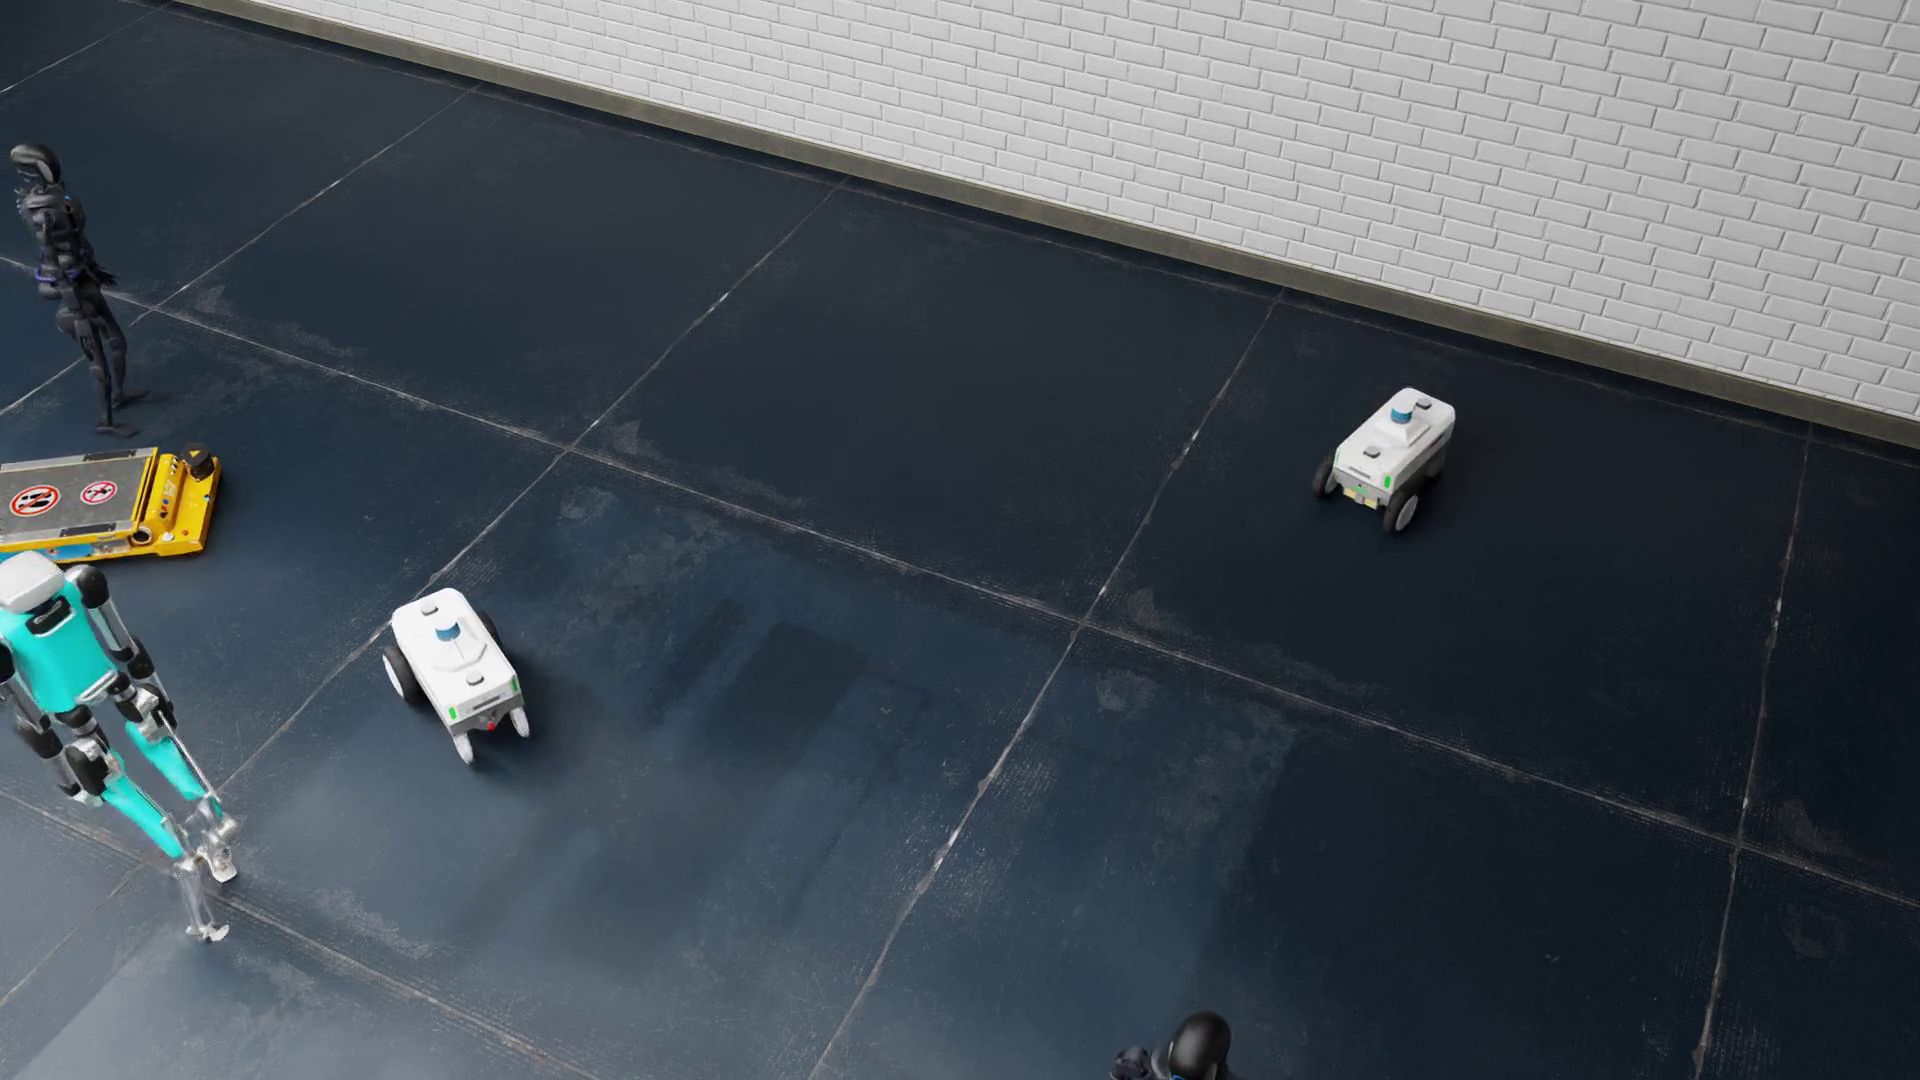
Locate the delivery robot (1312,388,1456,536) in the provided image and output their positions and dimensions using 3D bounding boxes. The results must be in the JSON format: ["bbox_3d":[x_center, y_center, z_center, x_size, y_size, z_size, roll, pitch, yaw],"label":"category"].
[{"bbox_3d":[2.208,-0.438,8.525,0.499,0.606,0.807,31,51,29],"label":"delivery robot"}]

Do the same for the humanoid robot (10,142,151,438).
[{"bbox_3d":[-4.576,-1.309,8.635,0.316,1.647,0.596,-10,44,-10],"label":"humanoid robot"}]

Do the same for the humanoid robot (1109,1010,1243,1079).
[{"bbox_3d":[0.698,1.957,5.117,0.595,1.640,0.638,18,46,19],"label":"humanoid robot"}]

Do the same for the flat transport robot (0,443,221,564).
[{"bbox_3d":[-4.542,-0.133,8.399,1.431,0.231,0.659,-7,43,-8],"label":"flat transport robot"}]

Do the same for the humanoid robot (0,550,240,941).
[{"bbox_3d":[-3.049,0.832,6.283,0.792,1.791,0.532,19,46,19],"label":"humanoid robot"}]

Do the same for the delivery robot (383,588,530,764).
[{"bbox_3d":[-2.244,0.560,7.428,0.499,0.577,0.769,-25,49,-25],"label":"delivery robot"}]
